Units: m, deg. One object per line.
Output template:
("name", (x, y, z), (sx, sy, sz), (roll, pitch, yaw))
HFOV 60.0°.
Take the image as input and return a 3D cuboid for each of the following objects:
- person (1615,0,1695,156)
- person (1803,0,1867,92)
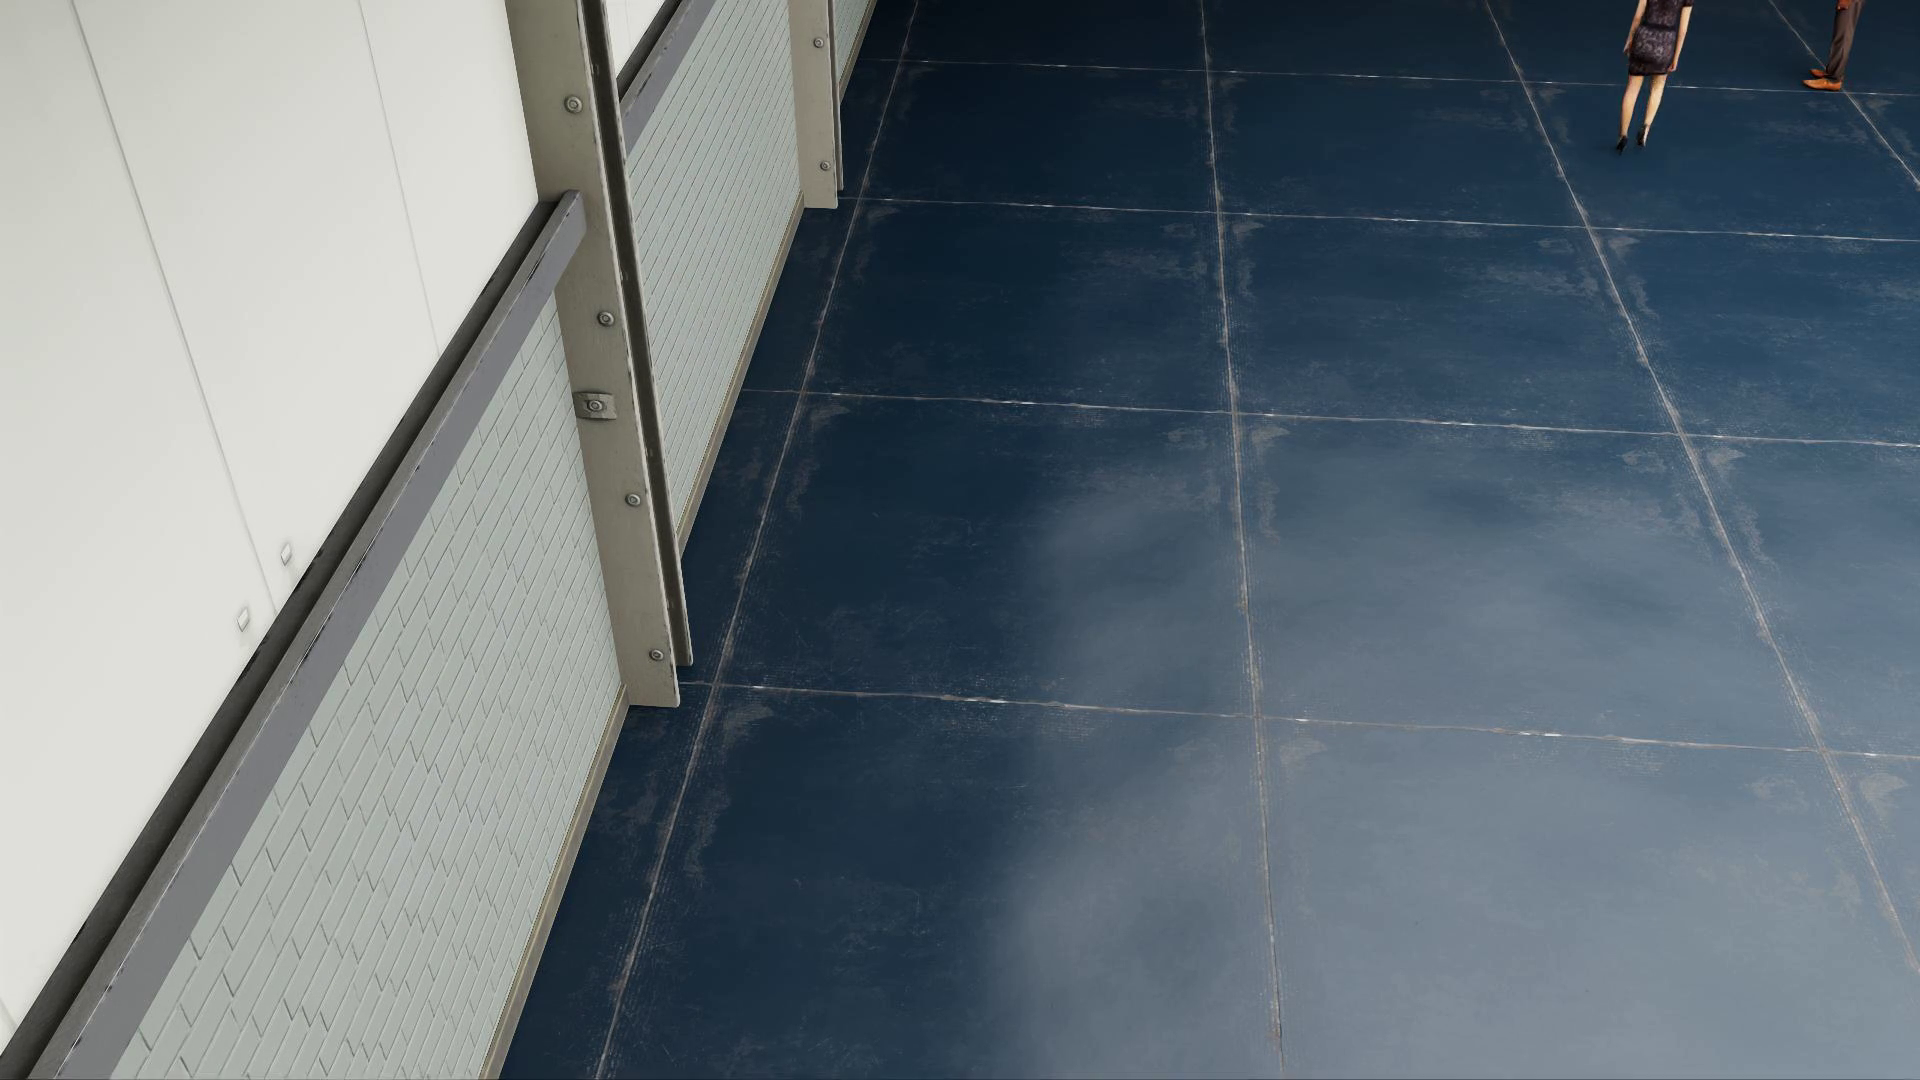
("person", (5.848, -4.101, 14.112), (0.683, 1.780, 0.687), (14, 40, 17))
("person", (8.254, -5.101, 15.286), (0.852, 1.908, 0.718), (21, 43, 24))
